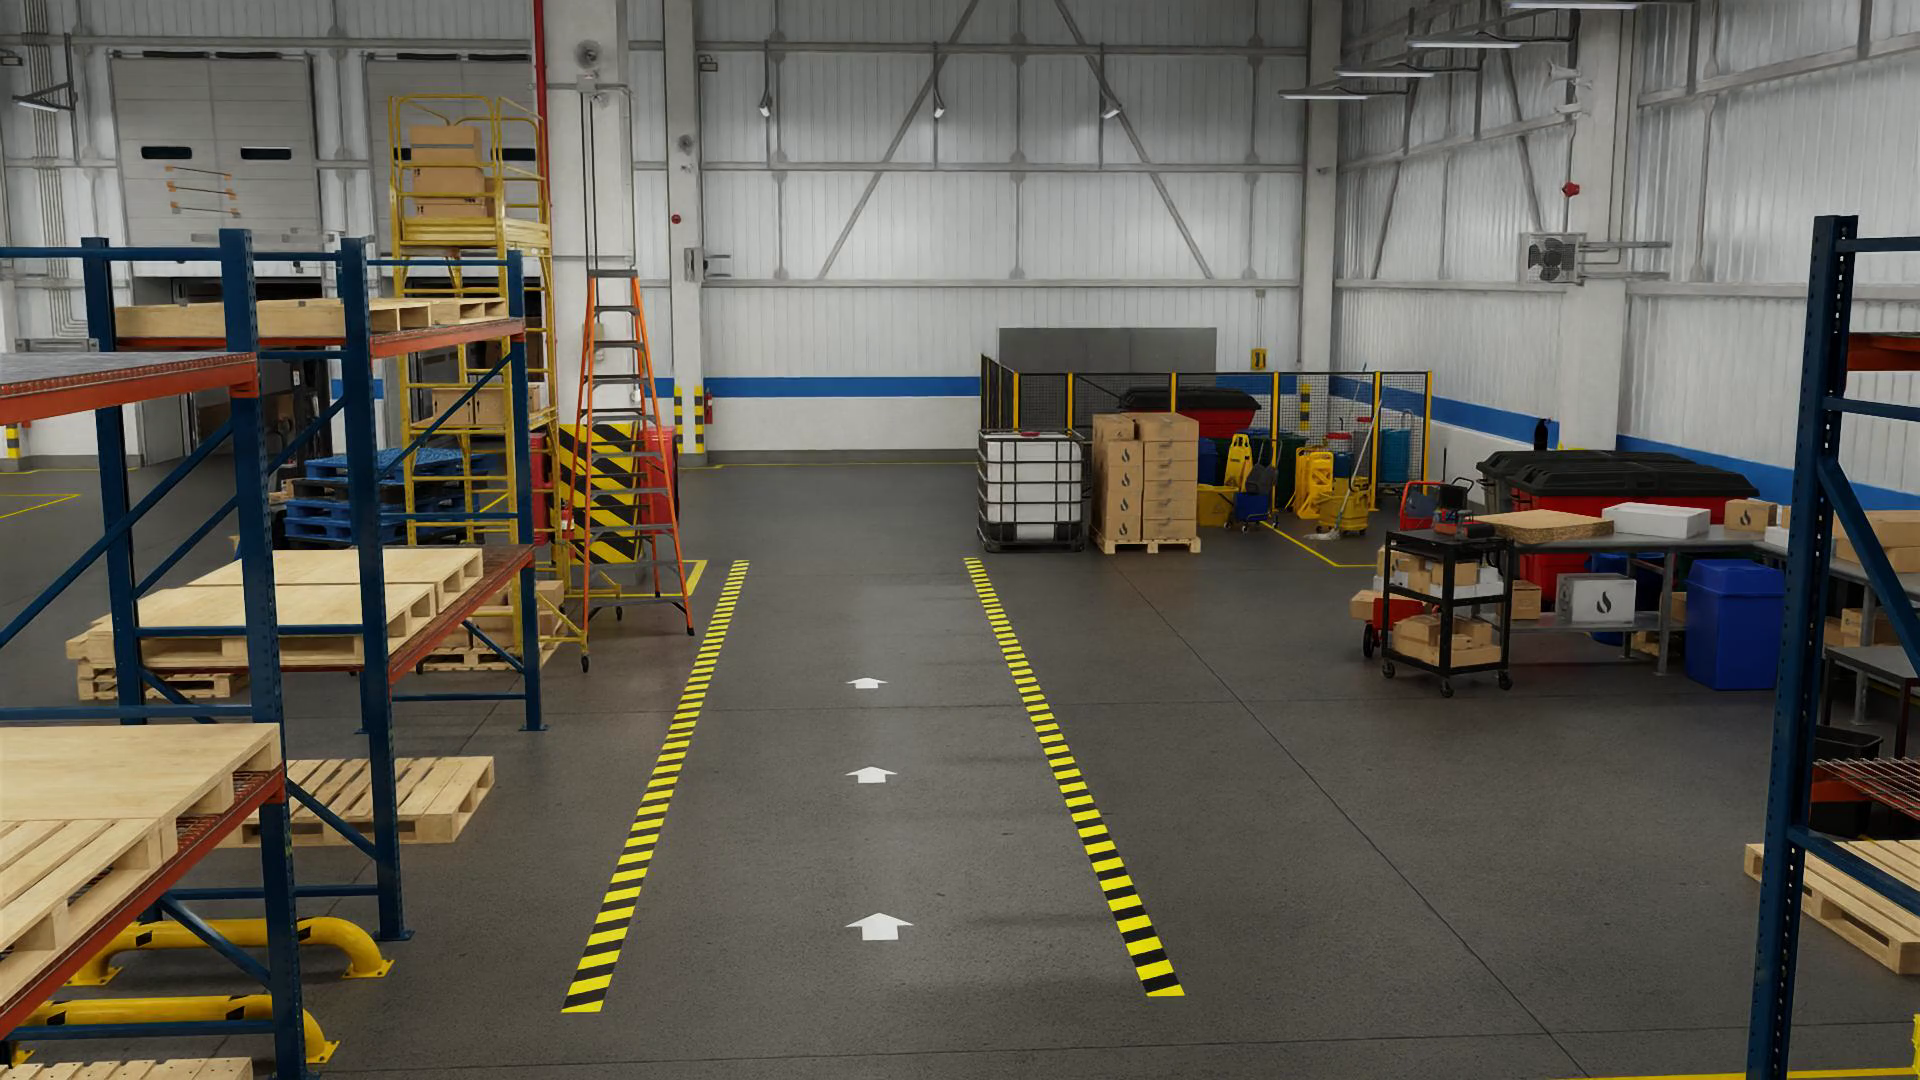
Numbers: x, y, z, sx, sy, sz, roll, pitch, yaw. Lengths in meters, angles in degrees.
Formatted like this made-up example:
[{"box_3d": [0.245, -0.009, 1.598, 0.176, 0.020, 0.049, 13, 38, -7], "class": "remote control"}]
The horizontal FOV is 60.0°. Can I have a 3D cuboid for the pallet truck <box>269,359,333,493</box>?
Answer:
[{"box_3d": [-7.062, -1.131, 18.996, 1.885, 1.965, 0.823, 2, 9, 13], "class": "pallet truck"}]
